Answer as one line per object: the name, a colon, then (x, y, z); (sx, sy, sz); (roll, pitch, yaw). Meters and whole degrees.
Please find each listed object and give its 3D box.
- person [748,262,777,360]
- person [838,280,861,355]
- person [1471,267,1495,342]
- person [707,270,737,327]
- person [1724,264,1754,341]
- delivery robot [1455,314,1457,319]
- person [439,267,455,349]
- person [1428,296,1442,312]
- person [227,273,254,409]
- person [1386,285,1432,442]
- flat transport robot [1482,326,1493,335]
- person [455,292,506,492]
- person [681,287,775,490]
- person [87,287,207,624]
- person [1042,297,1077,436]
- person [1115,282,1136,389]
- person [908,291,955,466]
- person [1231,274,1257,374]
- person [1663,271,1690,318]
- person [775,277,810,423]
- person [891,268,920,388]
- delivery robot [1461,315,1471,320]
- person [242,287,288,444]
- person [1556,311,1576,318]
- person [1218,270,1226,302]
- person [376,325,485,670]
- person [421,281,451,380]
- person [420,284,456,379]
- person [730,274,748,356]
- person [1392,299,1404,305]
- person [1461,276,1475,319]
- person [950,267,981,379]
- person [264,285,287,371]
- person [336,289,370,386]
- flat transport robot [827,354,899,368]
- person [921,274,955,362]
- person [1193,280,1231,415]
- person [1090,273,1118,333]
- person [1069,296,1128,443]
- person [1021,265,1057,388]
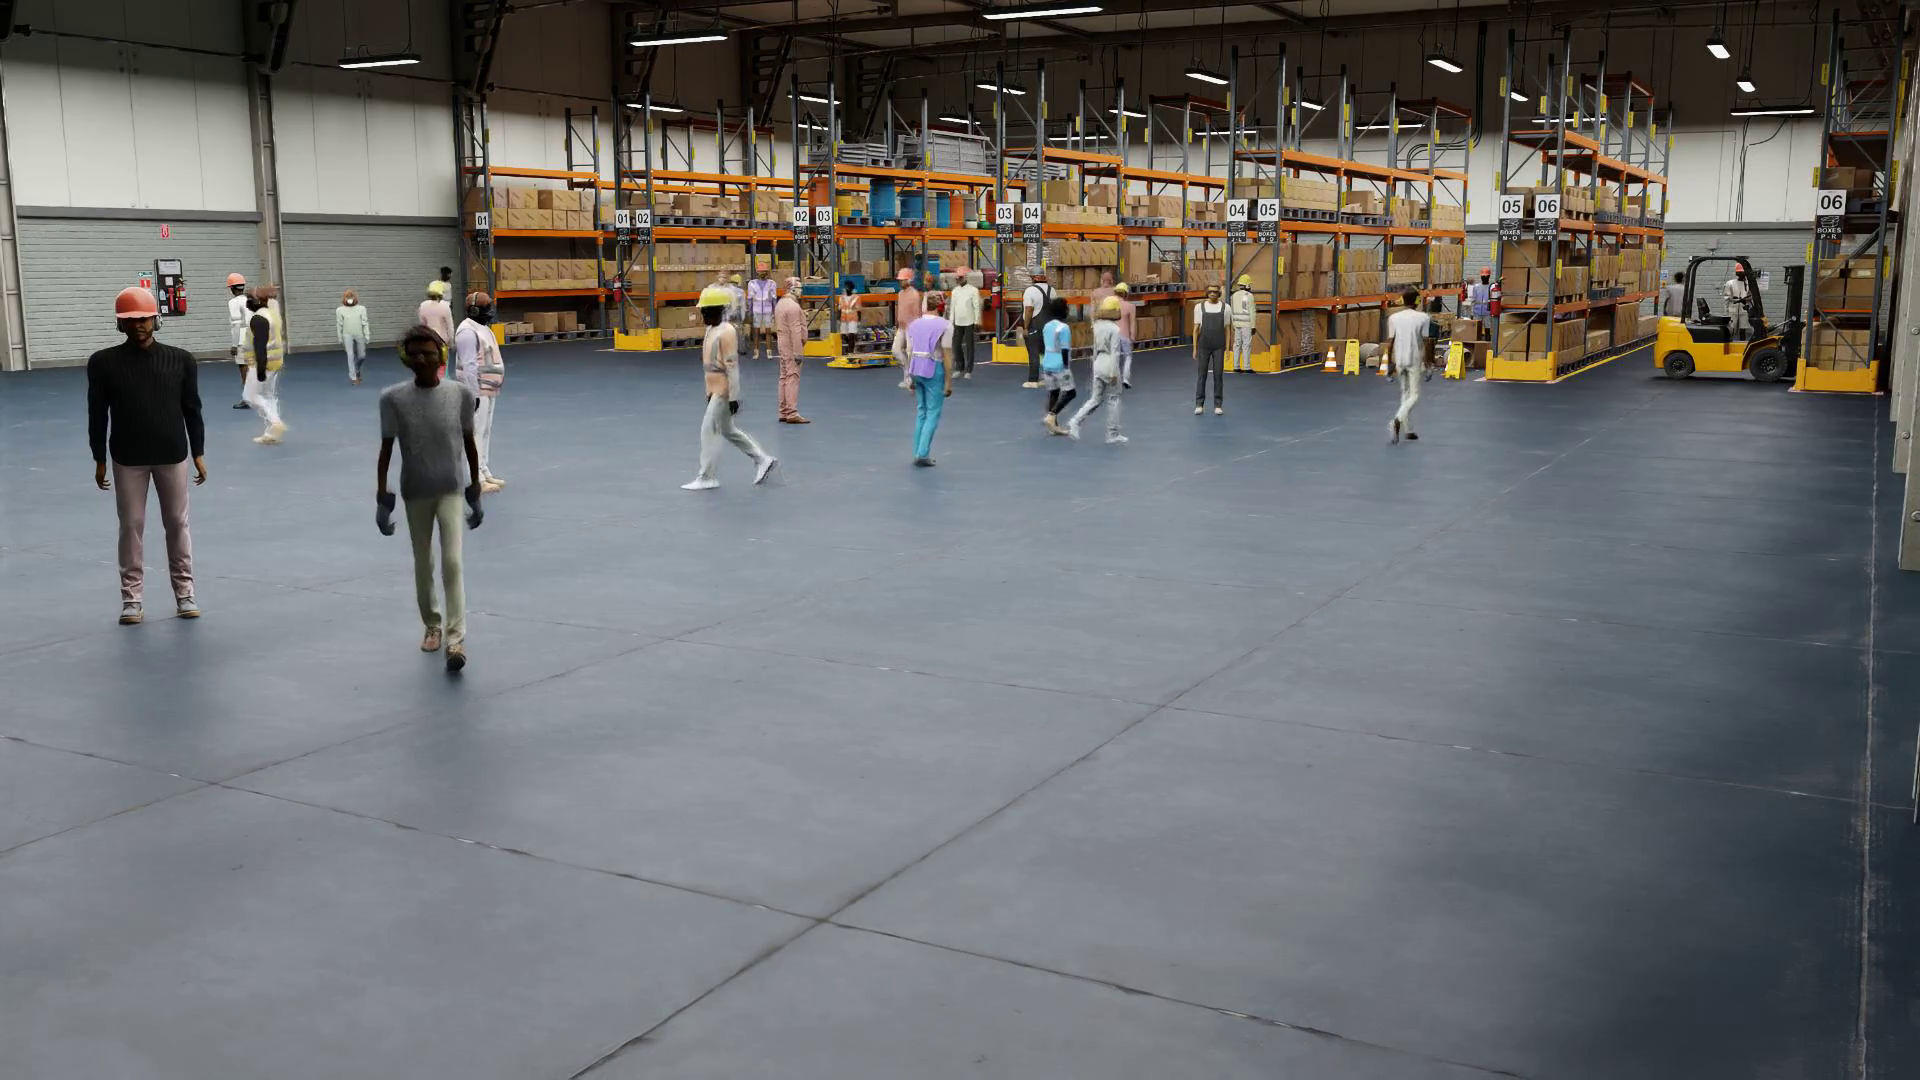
person: (-4.144, -4.792, 34.889); (0.615, 2.042, 0.372); (-1, 10, -6)
person: (-2.269, -4.571, 34.630); (0.548, 1.684, 0.554); (5, 11, 27)
person: (11.191, -4.853, 35.553); (0.543, 1.939, 0.360); (6, 11, 30)
person: (-4.968, -4.666, 34.635); (0.661, 1.877, 0.635); (0, 10, -1)
person: (16.208, -4.742, 34.591); (0.607, 2.045, 0.390); (5, 11, 27)
delivery robot: (13.809, -6.041, 46.280); (0.477, 0.478, 0.707); (-3, 10, -19)
person: (-12.081, -5.416, 38.868); (0.452, 1.934, 0.653); (1, 10, 5)
person: (13.186, -6.618, 46.184); (0.957, 1.873, 0.636); (0, 10, 0)
person: (-10.261, -2.839, 23.779); (0.376, 1.932, 0.543); (2, 10, 9)
person: (5.234, -2.055, 19.445); (0.523, 1.852, 0.782); (9, 13, 41)
flat transport robot: (14.767, -5.754, 45.703); (0.652, 0.197, 1.431); (6, 12, 33)
person: (-4.453, -1.376, 15.479); (0.430, 1.845, 0.624); (0, 10, -2)
person: (-2.174, -1.425, 15.625); (0.897, 1.896, 0.597); (-4, 10, -22)
person: (-4.833, -0.503, 9.917); (0.626, 1.992, 0.387); (-5, 11, -28)
person: (1.180, -2.081, 20.036); (0.387, 1.685, 0.547); (-5, 11, -27)
person: (2.610, -3.322, 27.153); (0.540, 1.752, 0.492); (3, 10, 16)
person: (-0.333, -1.676, 17.320); (0.515, 1.819, 0.564); (-9, 13, -42)
person: (5.252, -3.970, 30.682); (0.404, 1.837, 0.590); (-6, 12, -33)
person: (15.540, -4.903, 36.122); (0.529, 1.839, 0.790); (3, 10, 18)
person: (-2.179, -2.476, 21.734); (0.402, 1.904, 0.652); (-4, 11, -23)
person: (-0.889, -3.502, 27.516); (0.439, 1.978, 0.649); (-6, 11, -32)
delivery robot: (13.863, -5.940, 45.685); (0.707, 0.478, 0.477); (1, 10, 5)
person: (-8.054, -2.004, 19.201); (0.453, 1.824, 0.648); (-2, 10, -11)
person: (14.768, -5.674, 40.464); (0.642, 1.905, 0.399); (3, 10, 19)
person: (5.425, -4.533, 33.845); (0.563, 1.886, 0.986); (5, 11, 26)
person: (-2.830, -0.231, 8.865); (0.545, 1.813, 1.003); (-3, 10, -15)
person: (-8.636, -3.390, 27.491); (0.529, 1.768, 0.312); (2, 10, 10)
person: (-7.944, -3.010, 25.329); (0.527, 1.754, 0.381); (3, 10, 15)
person: (-4.925, -4.870, 36.133); (0.610, 1.793, 0.910); (3, 10, 17)
person: (12.539, -6.644, 47.024); (0.543, 1.596, 0.824); (5, 11, 29)
person: (14.147, -6.538, 46.346); (0.555, 1.611, 0.404); (3, 10, 15)
person: (0.109, -3.853, 29.606); (0.719, 1.971, 0.514); (8, 12, 38)
person: (-13.037, -4.011, 31.513); (0.498, 1.634, 0.281); (6, 11, 31)
person: (-10.283, -3.434, 28.162); (0.514, 1.617, 0.583); (-5, 11, -29)
flat transport robot: (-1.883, -3.521, 32.625); (0.652, 0.197, 1.431); (8, 12, 38)
person: (-0.475, -3.925, 30.377); (0.711, 1.849, 0.593); (-2, 10, -12)
person: (3.460, -2.637, 22.856); (0.517, 1.842, 0.325); (1, 10, 7)
person: (2.768, -4.079, 31.223); (0.645, 1.876, 0.931); (1, 10, 6)
person: (1.634, -1.967, 19.274); (0.710, 1.713, 0.496); (-7, 12, -34)
person: (1.260, -3.554, 27.647); (0.688, 2.000, 0.536); (-9, 13, -42)
